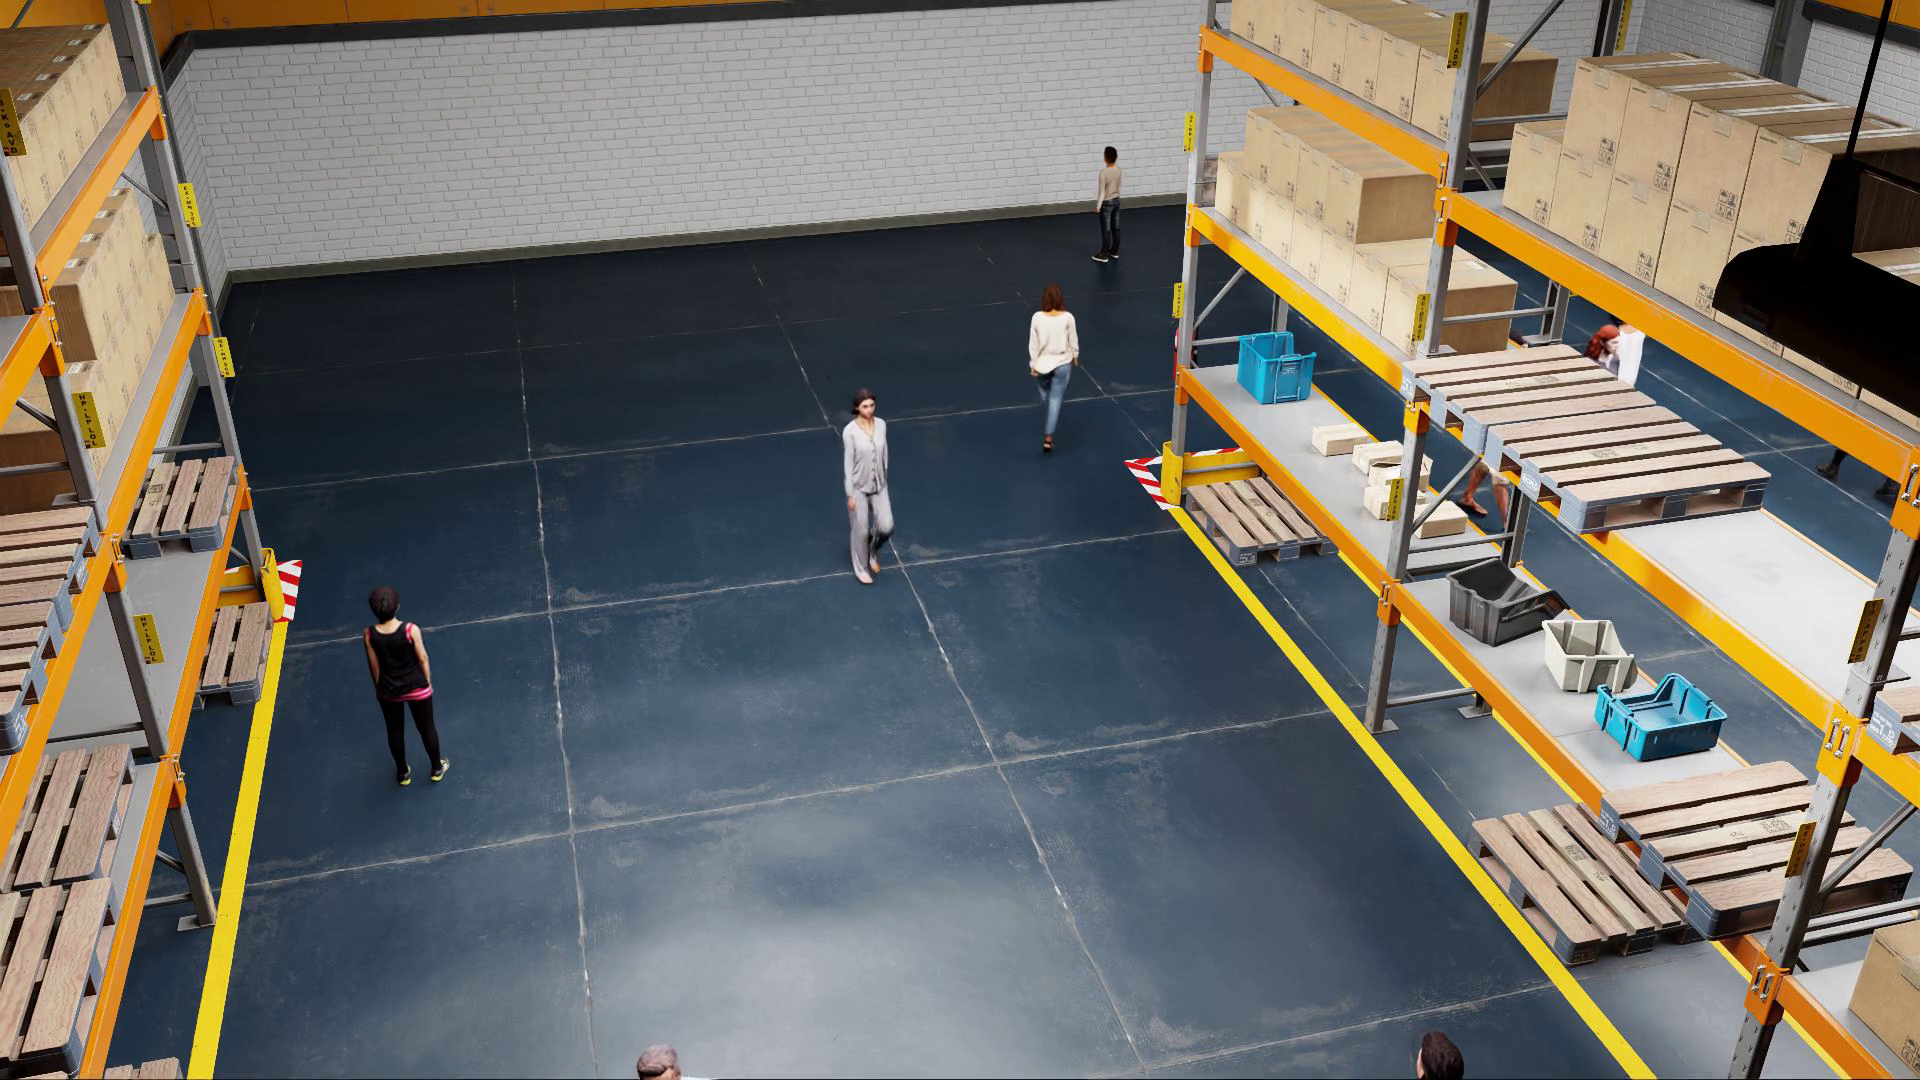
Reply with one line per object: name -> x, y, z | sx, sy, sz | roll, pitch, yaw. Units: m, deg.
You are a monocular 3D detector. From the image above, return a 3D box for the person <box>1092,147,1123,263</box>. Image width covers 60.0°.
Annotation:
person -> 1.916, -4.297, 21.257 | 0.631, 1.465, 0.640 | -23, 36, -36

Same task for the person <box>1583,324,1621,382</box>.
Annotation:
person -> 5.708, -1.149, 15.173 | 0.693, 1.765, 0.854 | -11, 30, -19

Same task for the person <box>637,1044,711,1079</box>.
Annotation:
person -> -1.272, 2.936, 7.649 | 0.694, 1.797, 1.103 | -9, 30, -15

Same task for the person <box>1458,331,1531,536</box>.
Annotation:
person -> 4.743, -1.025, 14.875 | 0.911, 1.831, 1.206 | -19, 34, -31

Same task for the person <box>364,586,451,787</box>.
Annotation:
person -> -3.846, 0.998, 11.460 | 0.561, 1.552, 0.535 | -4, 29, -7

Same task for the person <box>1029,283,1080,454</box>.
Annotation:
person -> 0.895, -1.645, 16.213 | 0.968, 1.639, 1.166 | 7, 29, 13

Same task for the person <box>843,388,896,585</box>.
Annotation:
person -> -0.841, -0.473, 13.939 | 0.677, 1.760, 0.713 | -15, 32, -26
